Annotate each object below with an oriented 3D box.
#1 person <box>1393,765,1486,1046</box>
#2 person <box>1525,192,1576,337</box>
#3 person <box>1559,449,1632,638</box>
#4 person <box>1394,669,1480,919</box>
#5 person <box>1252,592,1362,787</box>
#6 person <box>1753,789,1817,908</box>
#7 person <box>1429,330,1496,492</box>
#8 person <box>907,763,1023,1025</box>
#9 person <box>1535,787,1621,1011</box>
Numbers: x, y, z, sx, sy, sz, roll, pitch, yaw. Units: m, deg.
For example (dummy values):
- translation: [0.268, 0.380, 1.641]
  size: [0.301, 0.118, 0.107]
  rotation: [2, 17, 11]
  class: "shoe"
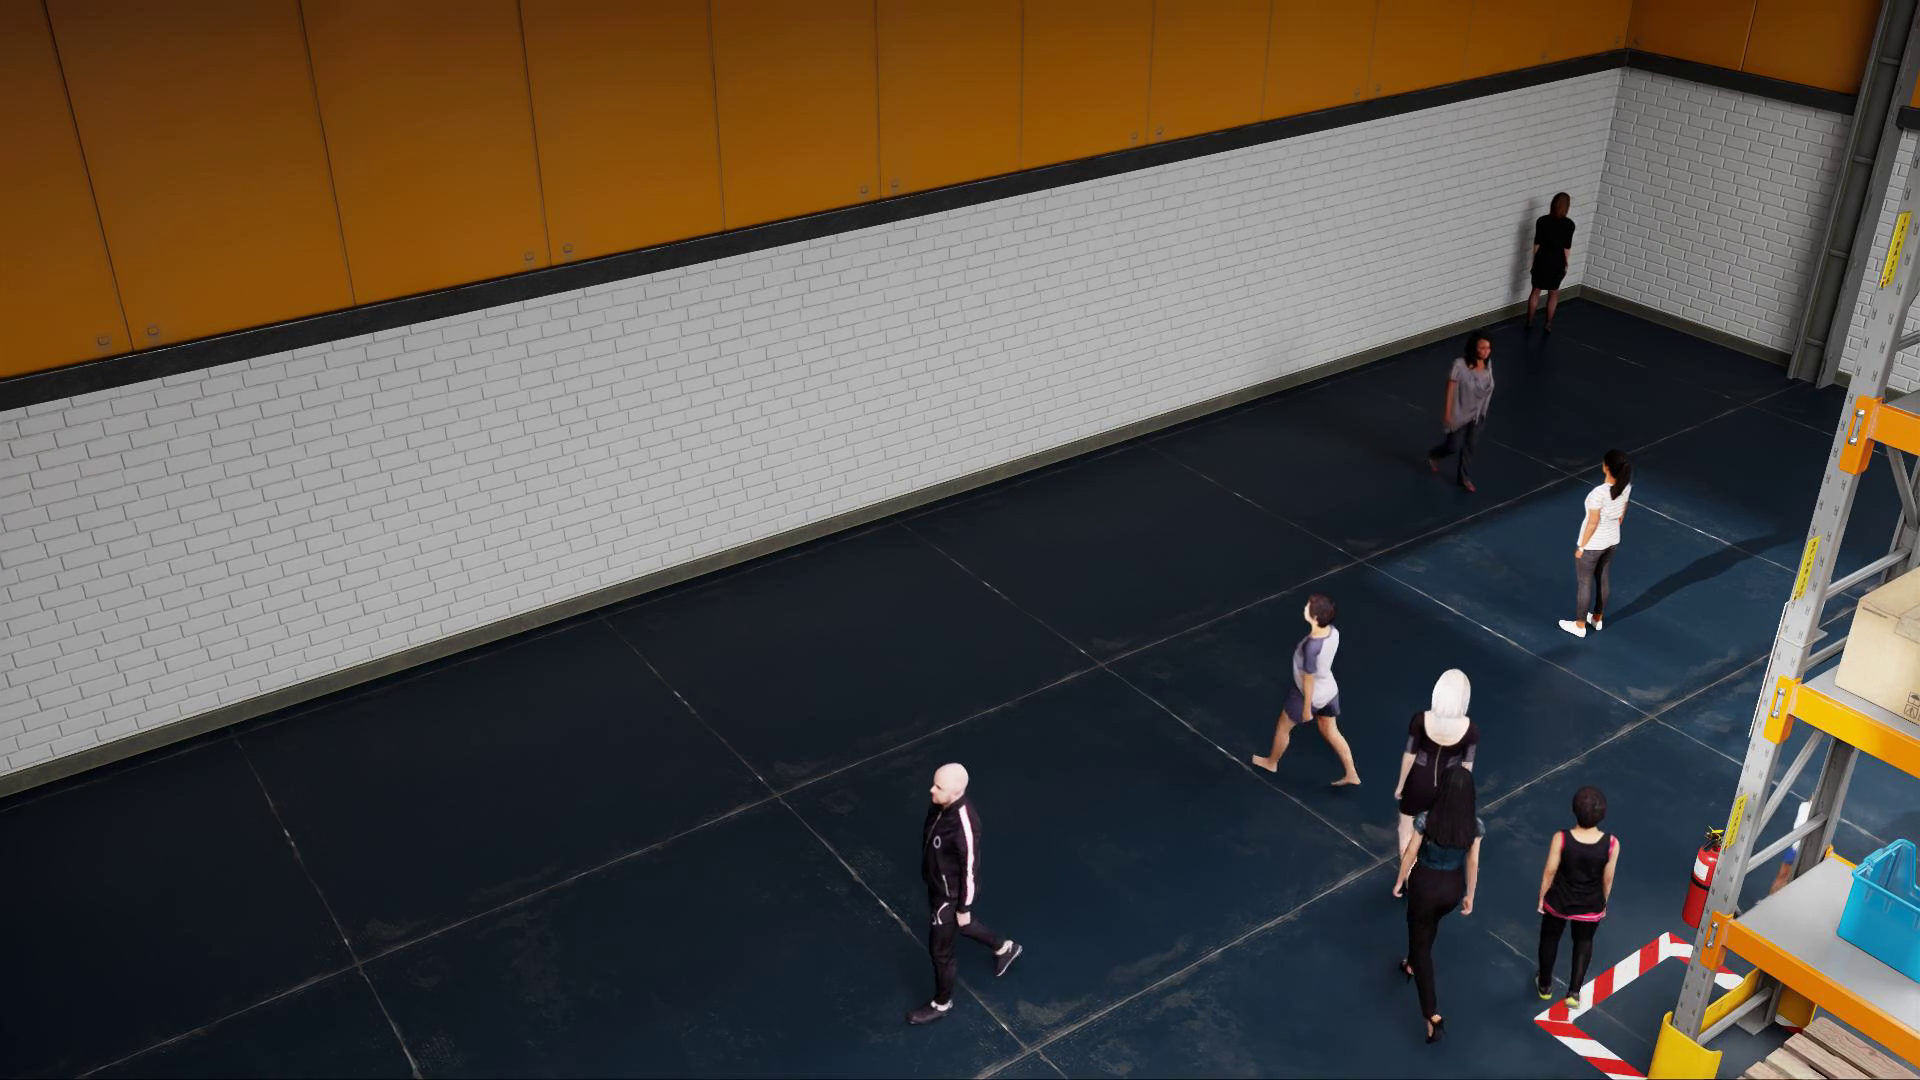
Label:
- translation: [2.763, 2.117, 9.623]
  size: [0.993, 1.698, 1.156]
  rotation: [0, 29, 0]
  class: "person"
- translation: [6.876, -3.215, 19.399]
  size: [0.592, 1.698, 0.716]
  rotation: [14, 31, 23]
  class: "person"
- translation: [5.201, 0.016, 13.530]
  size: [0.590, 1.646, 0.550]
  rotation: [-15, 32, -25]
  class: "person"
- translation: [2.944, 1.628, 10.395]
  size: [0.913, 1.818, 0.977]
  rotation: [5, 29, 8]
  class: "person"
- translation: [2.558, 1.096, 11.673]
  size: [1.091, 1.526, 0.759]
  rotation: [21, 35, 34]
  class: "person"
- translation: [5.458, 1.968, 10.632]
  size: [0.578, 0.993, 0.705]
  rotation: [-11, 31, -20]
  class: "person"
- translation: [4.815, -1.280, 15.956]
  size: [0.730, 1.596, 0.876]
  rotation: [-11, 31, -20]
  class: "person"
- translation: [0.033, 2.021, 9.675]
  size: [0.961, 1.817, 1.033]
  rotation: [-7, 29, -13]
  class: "person"
- translation: [3.602, 2.146, 9.735]
  size: [0.778, 1.539, 0.824]
  rotation: [7, 29, 13]
  class: "person"
